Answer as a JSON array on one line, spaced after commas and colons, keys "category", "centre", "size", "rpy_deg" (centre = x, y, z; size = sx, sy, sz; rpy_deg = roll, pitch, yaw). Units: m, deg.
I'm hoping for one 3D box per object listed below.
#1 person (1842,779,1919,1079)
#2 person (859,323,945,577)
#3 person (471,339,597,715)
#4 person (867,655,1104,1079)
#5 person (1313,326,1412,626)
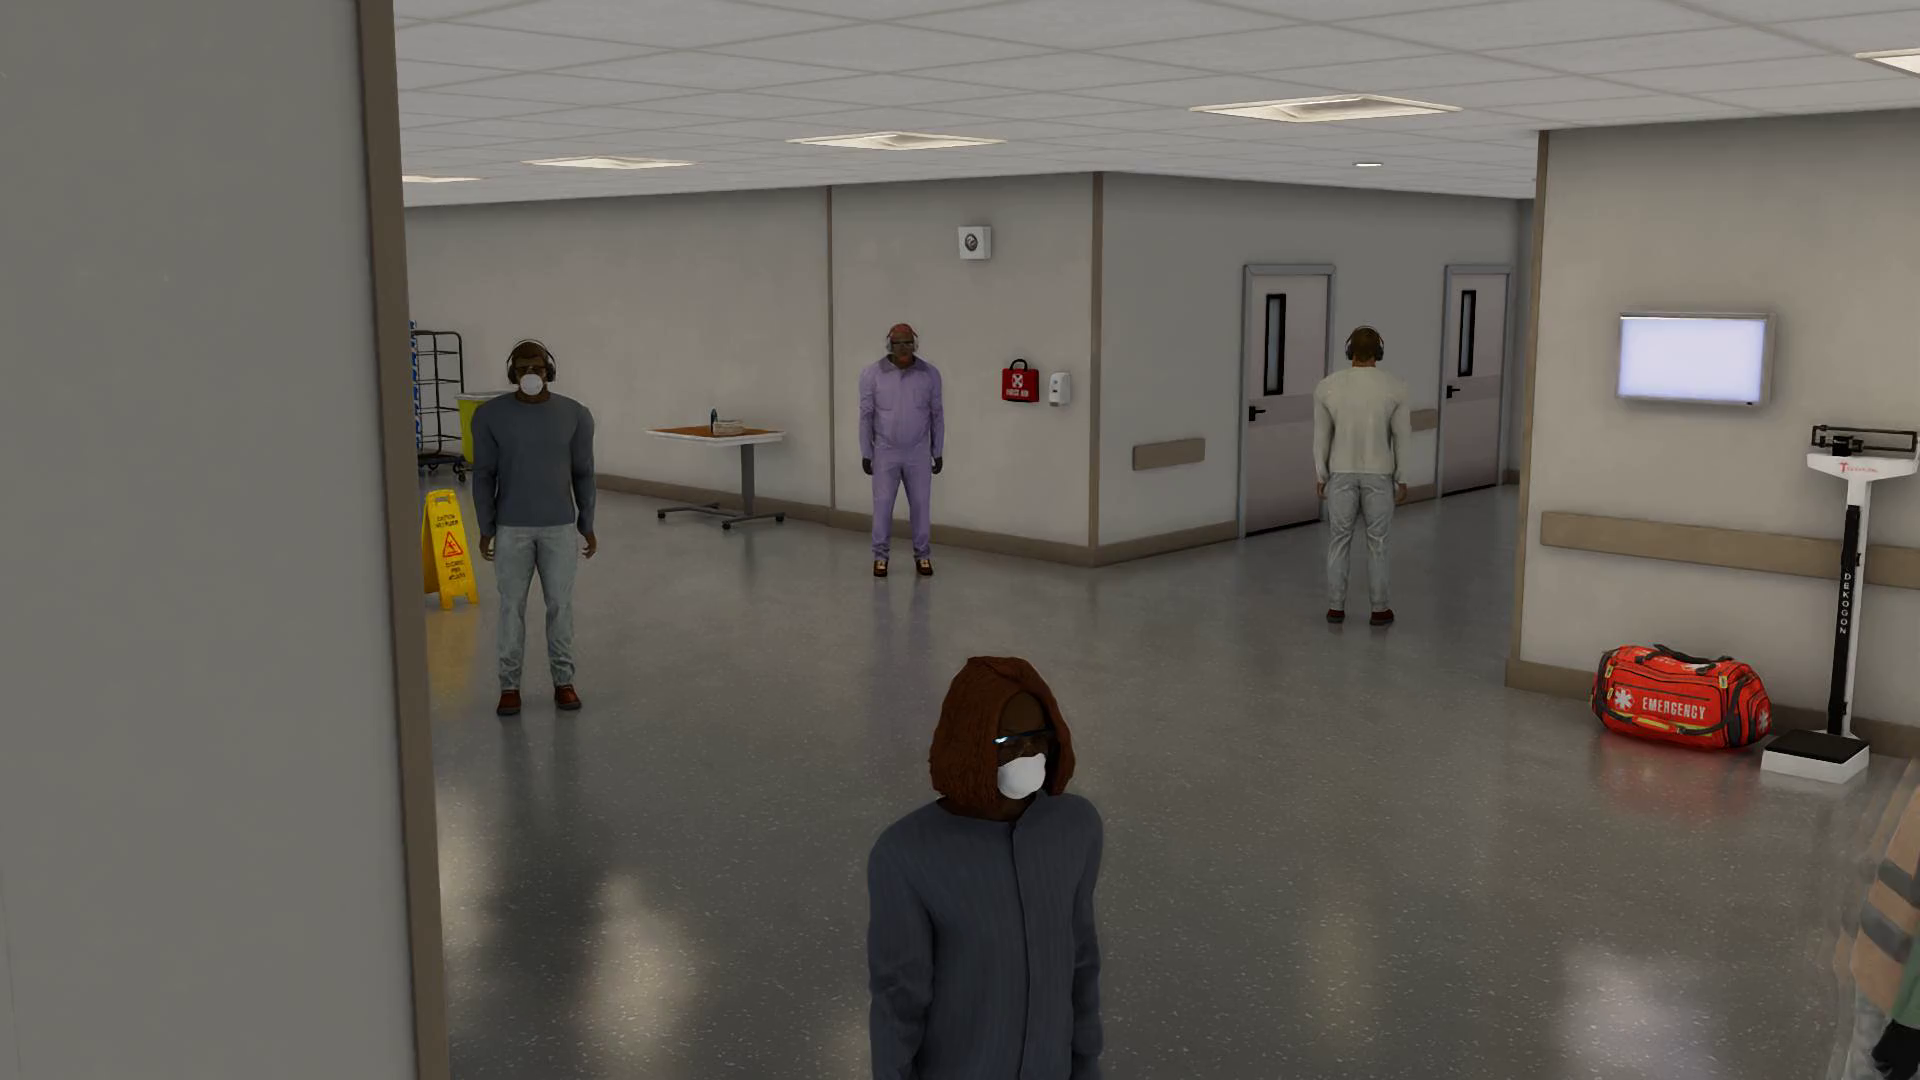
[{"category": "person", "centre": [2.048, 0.948, 3.426], "size": [0.720, 1.601, 0.533], "rpy_deg": [4, 10, 22]}, {"category": "person", "centre": [-0.430, -0.668, 12.458], "size": [0.646, 1.900, 0.399], "rpy_deg": [-2, 9, -10]}, {"category": "person", "centre": [-2.196, -0.067, 8.632], "size": [0.628, 1.940, 0.377], "rpy_deg": [-3, 10, -17]}, {"category": "person", "centre": [0.062, 1.005, 2.993], "size": [0.497, 1.633, 0.285], "rpy_deg": [-6, 11, -35]}, {"category": "person", "centre": [2.589, -0.409, 10.741], "size": [0.630, 1.937, 0.373], "rpy_deg": [3, 10, 20]}]
